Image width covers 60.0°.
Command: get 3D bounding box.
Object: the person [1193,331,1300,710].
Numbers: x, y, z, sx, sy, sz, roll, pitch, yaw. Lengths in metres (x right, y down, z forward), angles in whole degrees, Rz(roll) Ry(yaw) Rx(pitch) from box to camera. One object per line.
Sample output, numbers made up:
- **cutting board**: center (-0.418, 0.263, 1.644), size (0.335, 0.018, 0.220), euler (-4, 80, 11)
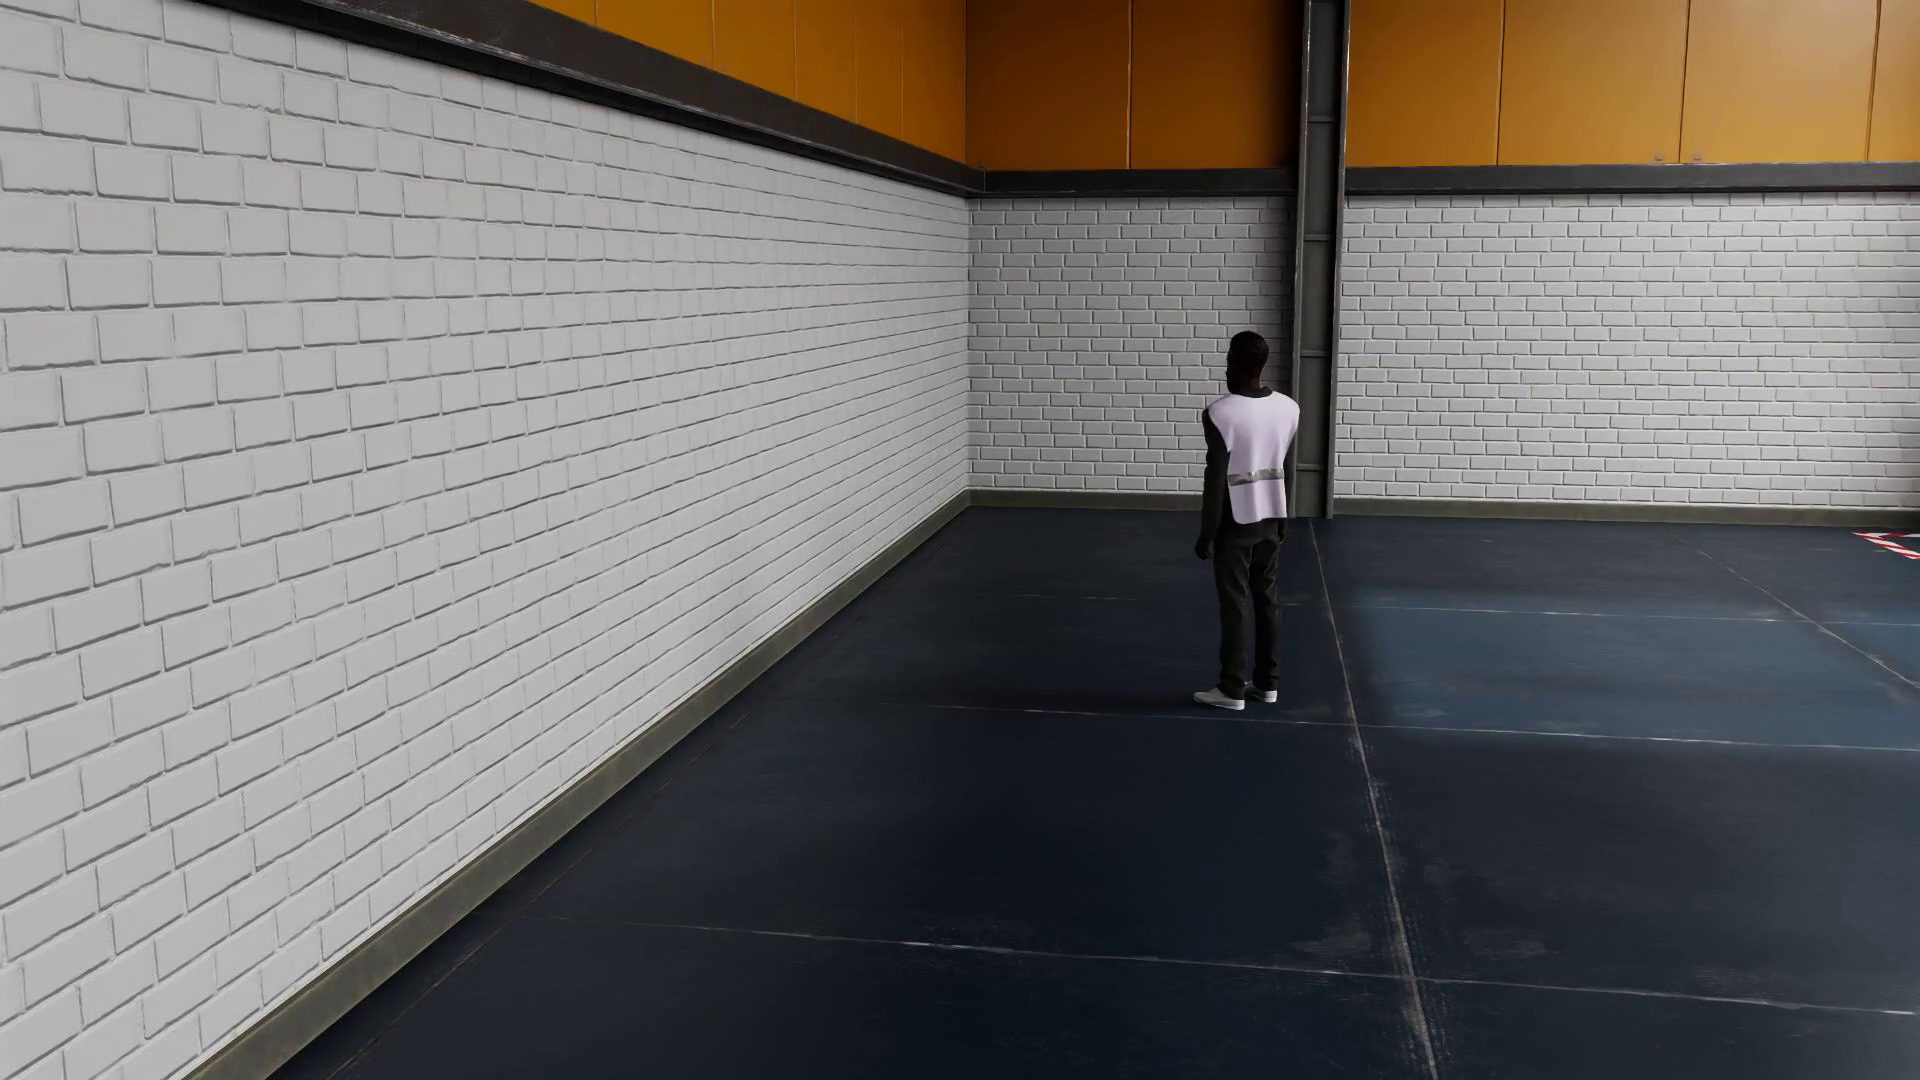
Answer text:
- **person**: center (1.455, -0.096, 8.449), size (0.592, 1.922, 0.392), euler (-6, 11, -34)
